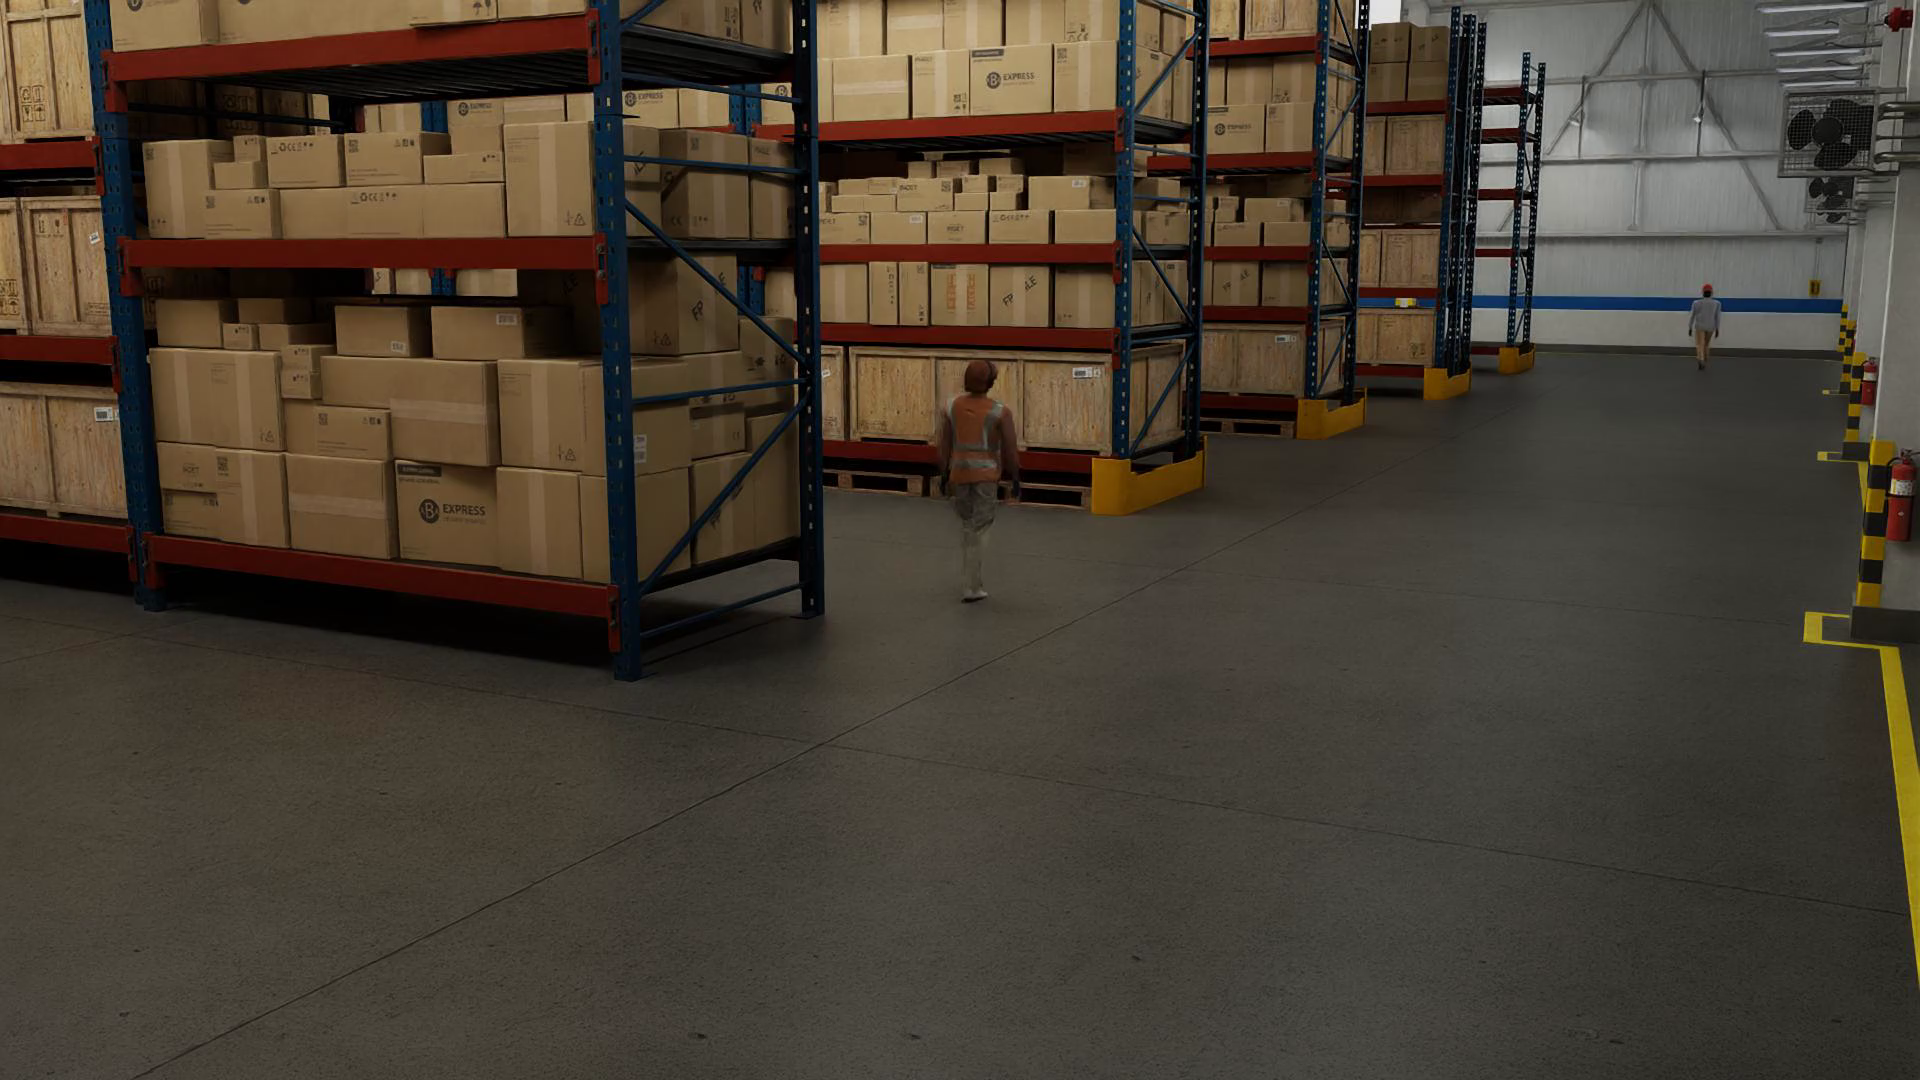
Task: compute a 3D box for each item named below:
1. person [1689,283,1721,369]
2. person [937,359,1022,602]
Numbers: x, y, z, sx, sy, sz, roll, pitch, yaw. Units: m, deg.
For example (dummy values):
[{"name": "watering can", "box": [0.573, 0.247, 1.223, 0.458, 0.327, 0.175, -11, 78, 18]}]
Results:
[{"name": "person", "box": [14.929, -4.275, 33.334, 0.569, 1.730, 0.741, 2, 10, 14]}, {"name": "person", "box": [0.166, -0.411, 11.259, 0.552, 1.613, 0.665, 5, 11, 26]}]
